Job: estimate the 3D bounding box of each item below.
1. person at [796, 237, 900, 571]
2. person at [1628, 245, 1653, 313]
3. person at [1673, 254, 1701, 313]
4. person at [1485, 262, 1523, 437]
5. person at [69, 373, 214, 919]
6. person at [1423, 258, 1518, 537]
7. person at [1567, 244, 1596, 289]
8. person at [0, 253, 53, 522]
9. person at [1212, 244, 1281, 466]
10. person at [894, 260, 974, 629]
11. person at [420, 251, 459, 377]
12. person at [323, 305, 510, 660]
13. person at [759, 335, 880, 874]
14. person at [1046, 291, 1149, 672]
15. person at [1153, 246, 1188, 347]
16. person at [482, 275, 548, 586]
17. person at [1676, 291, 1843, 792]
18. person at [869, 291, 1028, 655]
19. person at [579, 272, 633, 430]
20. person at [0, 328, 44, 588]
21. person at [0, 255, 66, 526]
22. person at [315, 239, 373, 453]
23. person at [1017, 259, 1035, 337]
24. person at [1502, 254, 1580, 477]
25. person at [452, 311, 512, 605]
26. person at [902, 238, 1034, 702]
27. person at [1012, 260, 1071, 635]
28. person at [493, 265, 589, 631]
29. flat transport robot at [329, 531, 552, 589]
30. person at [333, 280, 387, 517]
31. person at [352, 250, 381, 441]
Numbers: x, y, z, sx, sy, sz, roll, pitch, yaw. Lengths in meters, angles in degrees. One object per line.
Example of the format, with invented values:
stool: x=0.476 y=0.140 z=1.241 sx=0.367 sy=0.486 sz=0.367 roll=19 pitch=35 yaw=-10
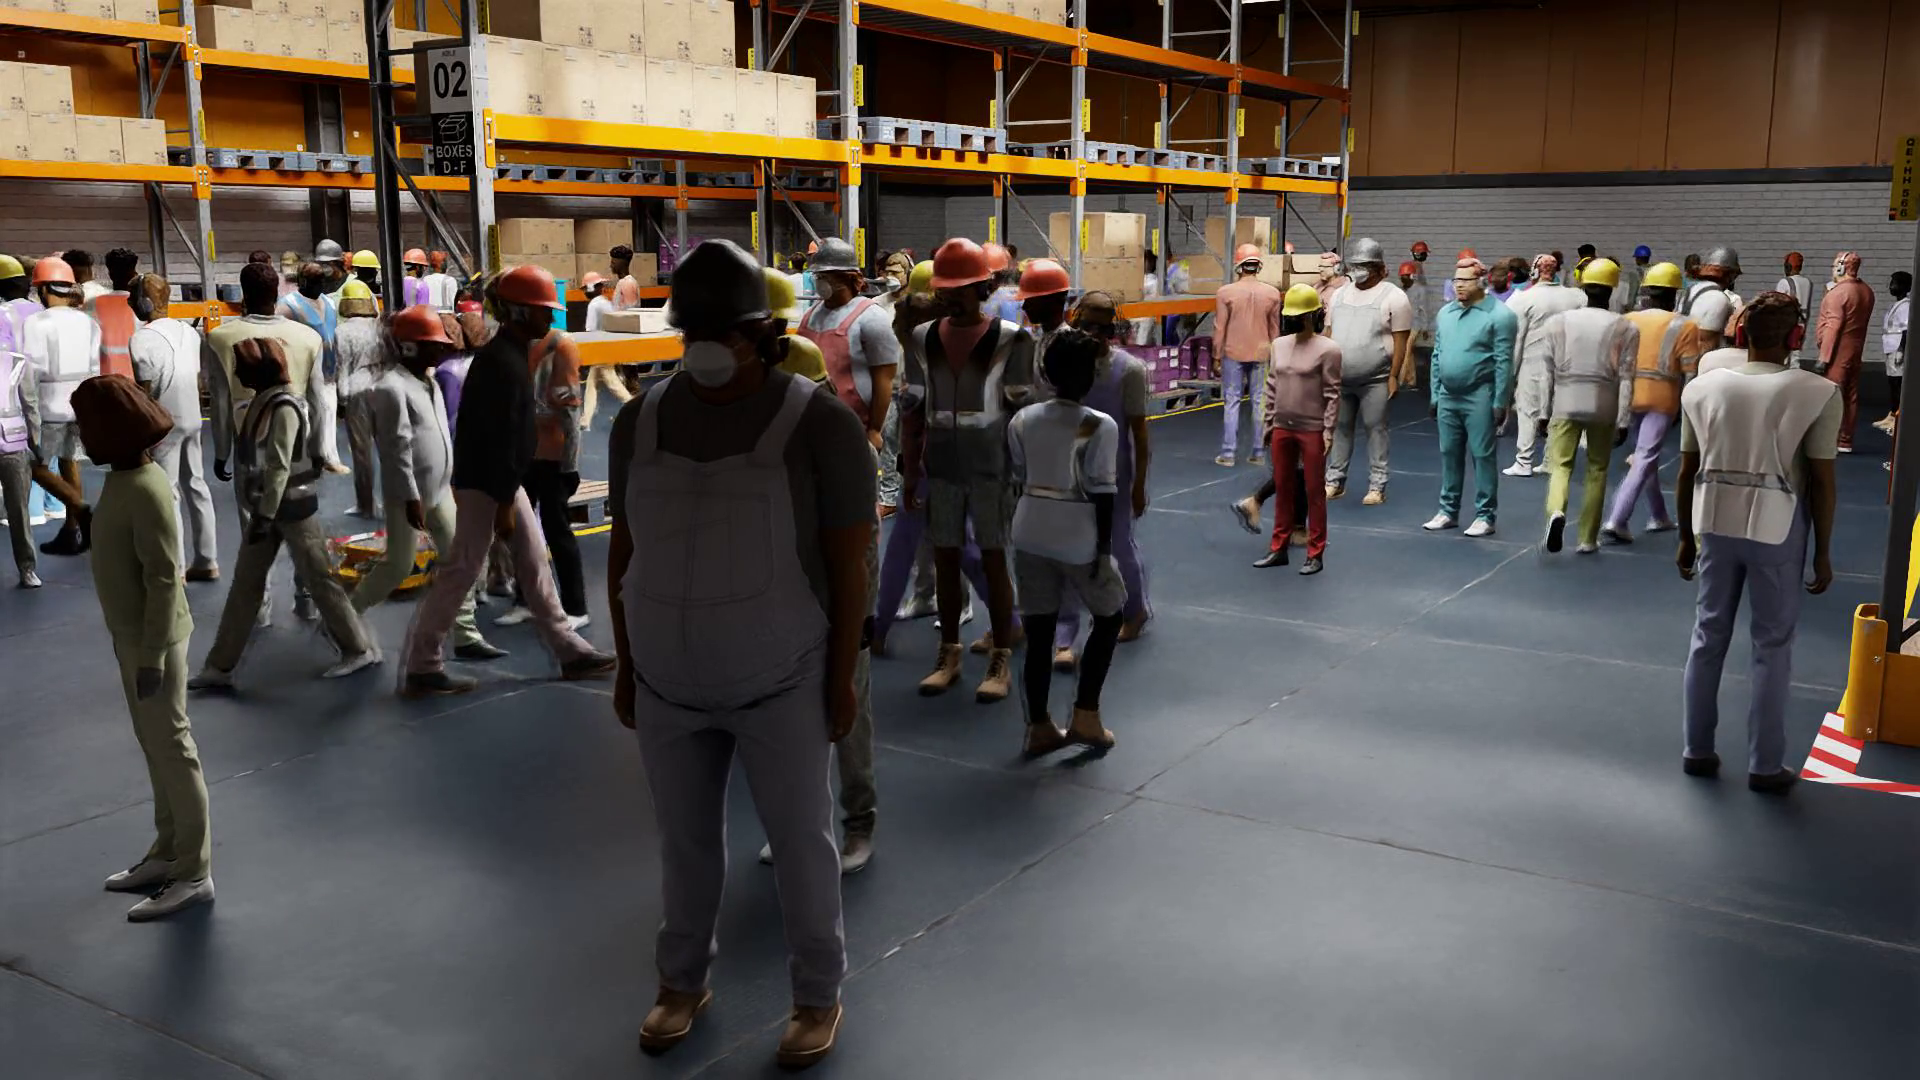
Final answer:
person: x=-0.705 y=-0.662 z=9.297 sx=0.685 sy=2.000 sz=0.538 roll=8 pitch=13 yaw=38
person: x=10.491 y=-3.557 z=25.609 sx=0.609 sy=1.944 sz=0.409 roll=-5 pitch=11 yaw=-27
person: x=9.302 y=-2.726 z=21.276 sx=0.506 sy=1.847 sz=0.343 roll=-3 pitch=11 yaw=-18
person: x=5.454 y=-1.904 z=16.854 sx=0.594 sy=1.793 sz=0.960 roll=5 pitch=11 yaw=25
person: x=-2.469 y=0.314 z=5.018 sx=0.279 sy=1.633 sz=0.499 roll=-7 pitch=13 yaw=-35
person: x=3.490 y=-0.976 z=11.456 sx=0.396 sy=1.899 sz=0.667 roll=-7 pitch=12 yaw=-34
person: x=9.002 y=-3.293 z=24.080 sx=0.601 sy=1.967 sz=0.367 roll=-9 pitch=13 yaw=-40
person: x=-6.746 y=-1.091 z=12.000 sx=0.369 sy=1.929 sz=0.639 roll=-1 pitch=10 yaw=-6
person: x=2.564 y=-1.651 z=14.943 sx=0.614 sy=1.987 sz=0.408 roll=-2 pitch=10 yaw=-9
person: x=-0.121 y=-0.493 z=8.703 sx=0.585 sy=1.917 sz=0.381 roll=10 pitch=14 yaw=43
person: x=-6.443 y=-2.641 z=20.700 sx=0.574 sy=1.883 sz=0.355 roll=3 pitch=11 yaw=18
person: x=-2.637 y=-0.254 z=7.924 sx=0.816 sy=1.722 sz=0.561 roll=2 pitch=10 yaw=9
person: x=-0.498 y=0.208 z=5.346 sx=0.492 sy=1.729 sz=0.324 roll=3 pitch=11 yaw=16
person: x=0.666 y=-0.310 z=8.065 sx=0.564 sy=1.797 sz=0.964 roll=4 pitch=11 yaw=21
person: x=2.857 y=-3.254 z=23.663 sx=0.989 sy=2.000 sz=0.681 roll=-6 pitch=12 yaw=-31
person: x=-2.495 y=-0.571 z=9.382 sx=0.564 sy=1.839 sz=0.822 roll=-3 pitch=11 yaw=-16
person: x=2.915 y=0.010 z=6.145 sx=0.399 sy=1.836 sz=0.563 roll=-10 pitch=14 yaw=-43
person: x=-0.109 y=-0.304 z=8.073 sx=0.962 sy=1.792 sz=0.517 roll=2 pitch=10 yaw=9
person: x=-3.754 y=-1.997 z=17.673 sx=0.852 sy=1.697 sz=0.621 roll=0 pitch=10 yaw=1
person: x=-5.583 y=-0.515 z=9.598 sx=0.524 sy=1.639 sz=0.308 roll=-7 pitch=12 yaw=-34
person: x=-6.688 y=-1.056 z=11.845 sx=0.422 sy=1.917 sz=0.585 roll=1 pitch=10 yaw=4
person: x=-5.960 y=-1.844 z=15.846 sx=0.680 sy=2.000 sz=0.535 roll=2 pitch=10 yaw=11
person: x=0.881 y=-2.867 z=22.278 sx=0.318 sy=1.769 sz=0.522 roll=4 pitch=11 yaw=21
person: x=4.958 y=-1.486 z=14.257 sx=0.643 sy=1.902 sz=0.399 roll=-3 pitch=11 yaw=-18
person: x=-2.700 y=-0.457 z=9.302 sx=0.311 sy=1.632 sz=0.524 roll=3 pitch=11 yaw=16
person: x=0.020 y=-0.298 z=7.321 sx=0.611 sy=2.032 sz=0.411 roll=4 pitch=11 yaw=21
person: x=0.450 y=-0.462 z=8.525 sx=0.388 sy=1.925 sz=0.550 roll=-1 pitch=10 yaw=-5
person: x=-2.184 y=-0.456 z=8.571 sx=0.620 sy=1.898 sz=0.421 roll=8 pitch=13 yaw=37
flat transport robot: x=-3.130 y=0.066 z=10.170 sx=0.652 sy=0.197 sz=1.431 roll=7 pitch=12 yaw=33
person: x=-4.405 y=-1.044 z=12.282 sx=0.355 sy=1.734 sz=0.488 roll=6 pitch=12 yaw=31
person: x=-5.991 y=-1.957 z=16.820 sx=0.390 sy=1.920 sz=0.587 roll=-6 pitch=12 yaw=-28
